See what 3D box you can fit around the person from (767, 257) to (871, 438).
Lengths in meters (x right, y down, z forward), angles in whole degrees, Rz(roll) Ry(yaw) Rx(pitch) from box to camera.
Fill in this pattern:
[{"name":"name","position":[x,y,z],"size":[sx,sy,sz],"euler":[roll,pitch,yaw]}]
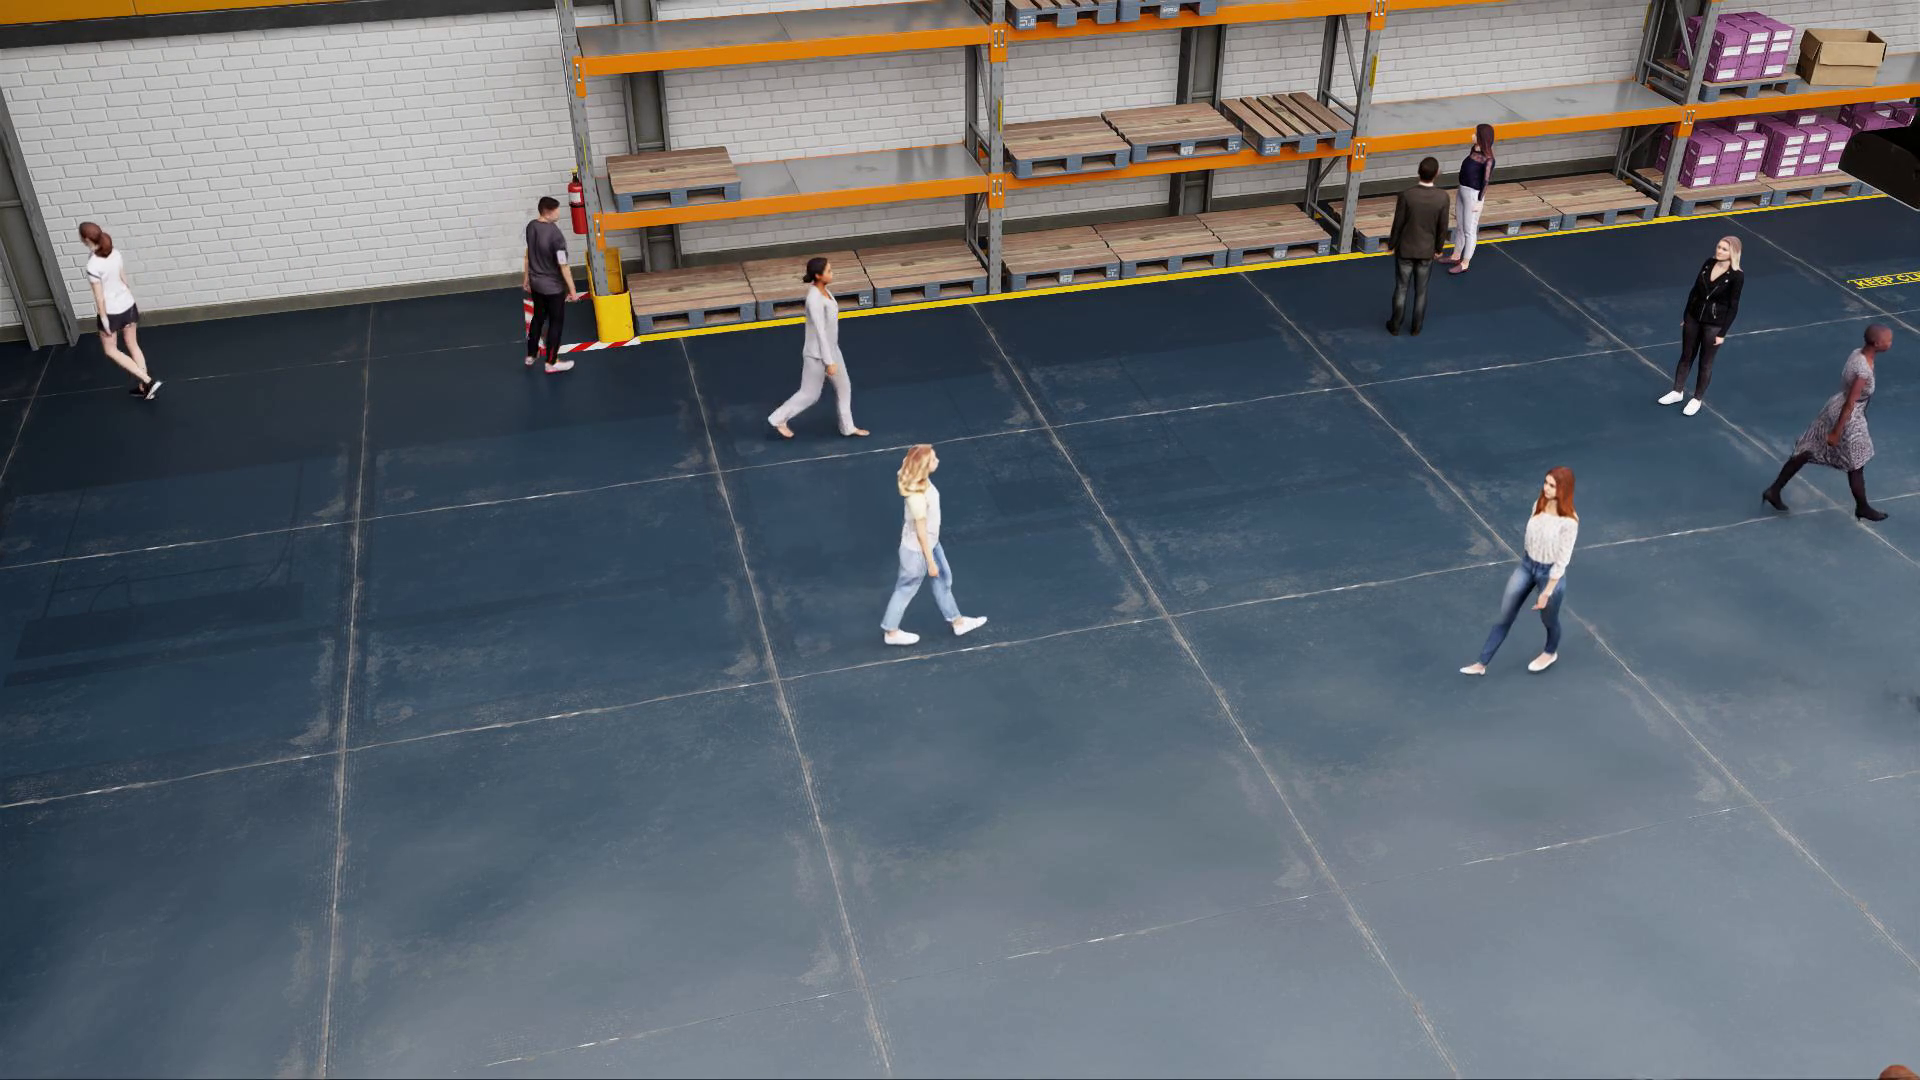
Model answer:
[{"name":"person","position":[-1.294,-1.621,14.426],"size":[1.208,1.703,0.921],"euler":[5,34,8]}]

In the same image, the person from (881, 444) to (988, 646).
[{"name":"person","position":[-0.389,0.072,11.887],"size":[1.073,1.693,0.775],"euler":[-2,34,-3]}]

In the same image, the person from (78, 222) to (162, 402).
[{"name":"person","position":[-7.530,-2.031,15.005],"size":[0.851,1.744,0.769],"euler":[11,35,16]}]

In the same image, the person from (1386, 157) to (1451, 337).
[{"name":"person","position":[4.441,-2.852,16.187],"size":[0.626,1.804,0.814],"euler":[4,34,6]}]

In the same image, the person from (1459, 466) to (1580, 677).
[{"name":"person","position":[4.128,0.248,11.625],"size":[1.136,1.690,0.798],"euler":[-18,38,-25]}]

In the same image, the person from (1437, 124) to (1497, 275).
[{"name":"person","position":[5.352,-3.597,17.484],"size":[0.554,1.608,0.607],"euler":[-6,34,-9]}]

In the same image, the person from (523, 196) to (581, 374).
[{"name":"person","position":[-3.903,-2.358,15.512],"size":[0.878,1.727,0.888],"euler":[14,36,20]}]

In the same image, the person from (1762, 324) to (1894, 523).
[{"name":"person","position":[6.954,-0.919,13.341],"size":[1.263,1.735,1.019],"euler":[8,34,12]}]

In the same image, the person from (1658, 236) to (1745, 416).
[{"name":"person","position":[6.705,-1.940,14.920],"size":[0.647,1.686,0.672],"euler":[-21,39,-28]}]
